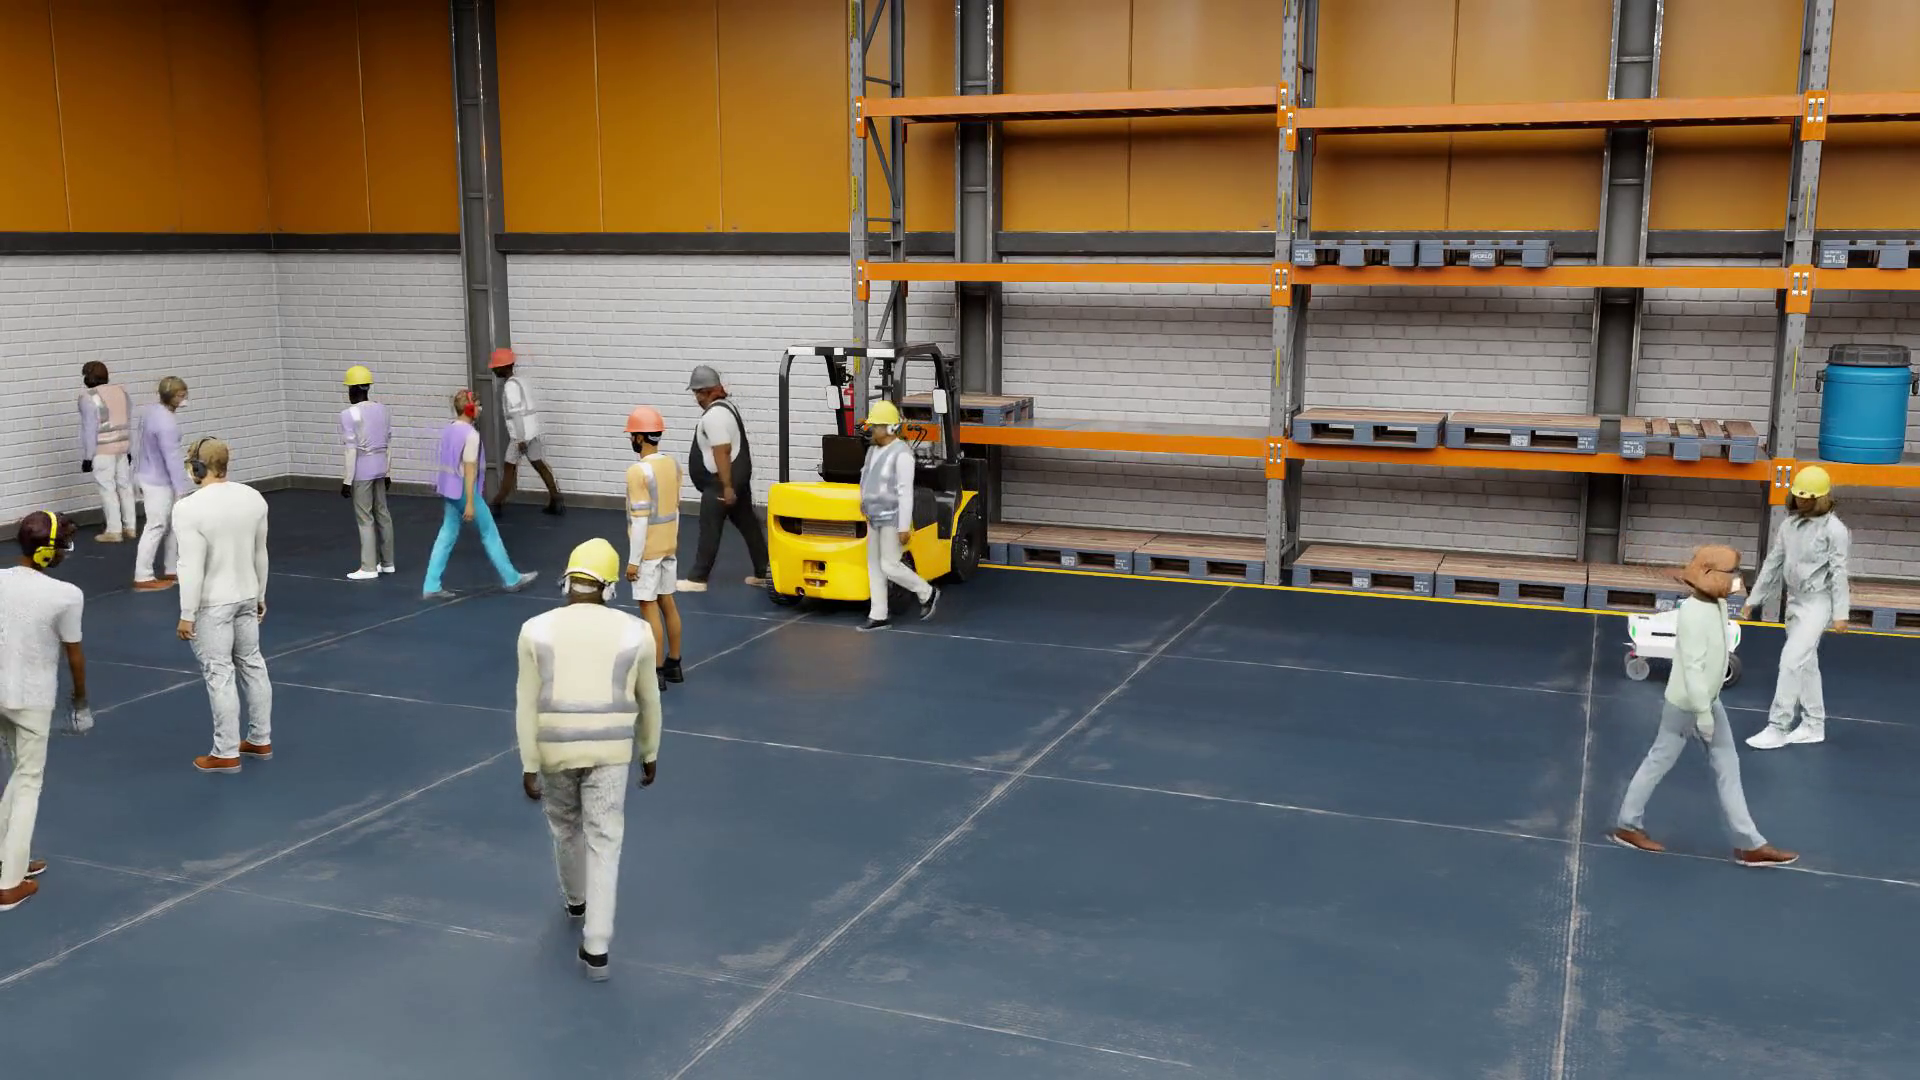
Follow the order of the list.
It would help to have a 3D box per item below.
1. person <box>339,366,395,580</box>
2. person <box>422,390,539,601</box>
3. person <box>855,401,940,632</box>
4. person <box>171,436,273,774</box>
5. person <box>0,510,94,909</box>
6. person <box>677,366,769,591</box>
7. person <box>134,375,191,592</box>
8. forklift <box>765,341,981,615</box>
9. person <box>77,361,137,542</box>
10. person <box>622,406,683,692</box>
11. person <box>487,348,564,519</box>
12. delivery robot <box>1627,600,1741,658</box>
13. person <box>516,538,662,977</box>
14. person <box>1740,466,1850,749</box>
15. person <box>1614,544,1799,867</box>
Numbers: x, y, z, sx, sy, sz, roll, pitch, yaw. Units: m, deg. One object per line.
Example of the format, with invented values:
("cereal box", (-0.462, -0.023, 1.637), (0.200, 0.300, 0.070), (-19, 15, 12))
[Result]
("person", (-5.366, -0.605, 15.005), (0.371, 1.925, 0.595), (4, 11, 21))
("person", (-4.157, -0.387, 14.191), (1.014, 1.782, 0.584), (-9, 13, -40))
("person", (-0.503, -0.185, 12.963), (0.600, 1.820, 0.592), (-6, 12, -30))
("person", (-4.230, 0.369, 9.550), (0.357, 1.937, 0.638), (4, 11, 21))
("person", (-4.316, 0.765, 7.680), (0.619, 1.819, 0.531), (1, 10, 7))
("person", (-2.053, -0.571, 14.499), (0.861, 2.000, 0.699), (1, 10, 7))
("person", (-6.900, -0.476, 14.400), (0.661, 1.885, 0.653), (-6, 12, -29))
("forklift", (-0.739, -0.602, 14.246), (1.214, 2.155, 2.313), (4, 11, 21))
("person", (-8.689, -0.894, 16.919), (0.434, 1.833, 0.650), (2, 10, 12))
("person", (-2.105, 0.060, 11.275), (0.361, 1.935, 0.553), (4, 11, 21))
("person", (-4.889, -1.169, 18.294), (1.016, 1.858, 0.640), (-1, 10, -5))
("delivery robot", (5.008, 0.658, 11.532), (0.707, 0.478, 0.477), (4, 11, 19))
("person", (-1.582, 0.887, 7.135), (0.597, 1.770, 0.939), (-2, 10, -9))
("person", (4.974, 0.411, 9.887), (0.647, 1.715, 0.518), (-1, 10, -6))
("person", (3.634, 0.803, 8.087), (0.848, 1.581, 0.523), (9, 14, 41))
